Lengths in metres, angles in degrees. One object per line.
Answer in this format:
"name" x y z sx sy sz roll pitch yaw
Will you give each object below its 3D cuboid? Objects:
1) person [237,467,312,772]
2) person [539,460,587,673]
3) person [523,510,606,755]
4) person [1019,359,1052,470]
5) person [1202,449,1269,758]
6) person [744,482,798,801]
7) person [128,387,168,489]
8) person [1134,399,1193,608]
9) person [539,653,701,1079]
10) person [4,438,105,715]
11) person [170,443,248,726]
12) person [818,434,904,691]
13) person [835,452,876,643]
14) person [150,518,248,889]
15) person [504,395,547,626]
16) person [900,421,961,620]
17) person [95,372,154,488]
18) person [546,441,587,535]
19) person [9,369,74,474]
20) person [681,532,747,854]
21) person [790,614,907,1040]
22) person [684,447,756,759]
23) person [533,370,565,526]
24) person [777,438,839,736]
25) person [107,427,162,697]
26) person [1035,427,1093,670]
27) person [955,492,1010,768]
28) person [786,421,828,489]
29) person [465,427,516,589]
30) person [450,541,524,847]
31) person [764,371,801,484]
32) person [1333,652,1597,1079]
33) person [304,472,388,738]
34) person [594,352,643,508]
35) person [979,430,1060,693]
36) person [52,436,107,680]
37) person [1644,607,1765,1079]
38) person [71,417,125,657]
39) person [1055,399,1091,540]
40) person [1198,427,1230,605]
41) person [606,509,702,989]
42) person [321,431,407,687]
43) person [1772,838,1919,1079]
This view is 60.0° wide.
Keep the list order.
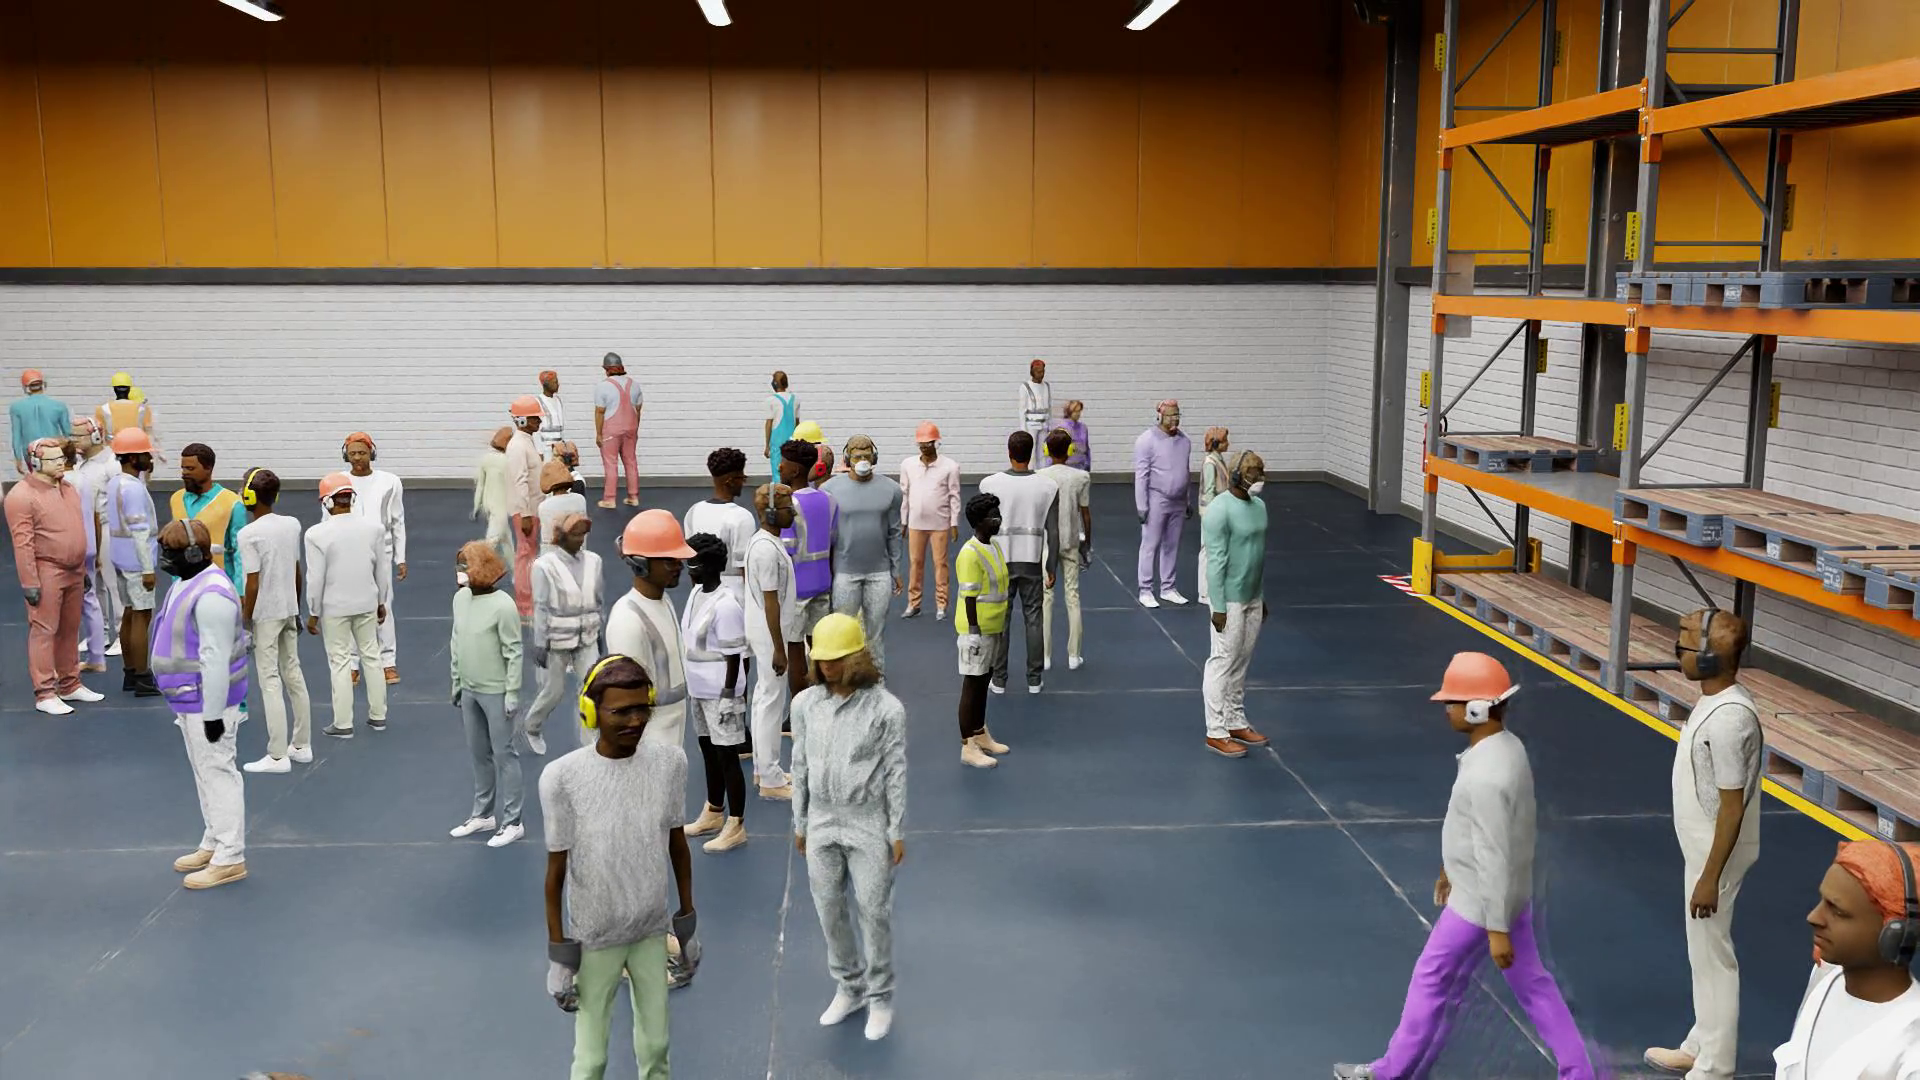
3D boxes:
"person" -4.209 0.486 10.135 0.328 1.874 0.521 3 9 17
"person" -3.028 0.200 12.673 0.279 1.633 0.497 5 10 27
"person" -2.427 0.612 10.193 0.695 1.615 0.523 9 13 44
"person" 1.050 -1.540 22.849 0.584 1.879 0.366 -8 12 -43
"person" 1.763 0.388 10.550 0.373 1.938 0.630 7 11 36
"person" -1.073 0.581 9.624 0.345 1.846 0.506 -2 9 -12
"person" -9.791 -0.978 19.841 0.745 1.716 0.569 4 10 24
"person" 1.887 -0.337 15.198 0.651 1.906 0.402 -6 11 -35
"person" -1.067 1.266 5.280 0.511 1.862 0.327 -6 11 -34
"person" -6.278 0.241 11.564 0.407 1.908 0.642 1 9 5
"person" -5.019 0.302 11.144 0.587 1.920 0.391 3 10 18
"person" -0.687 0.232 11.524 0.635 1.939 0.366 -3 10 -20
"person" -0.757 0.192 12.352 0.331 1.750 0.573 -1 9 -5
"person" -3.786 0.799 8.300 0.429 1.835 0.624 -6 11 -35
"person" -3.738 -0.256 14.406 0.381 1.994 0.620 -2 9 -10
"person" -0.275 -0.167 14.599 0.564 1.752 0.338 3 9 17
"person" -9.589 -0.964 19.128 0.585 1.915 0.398 -6 11 -34
"person" -3.314 -0.026 14.077 0.309 1.641 0.511 -7 11 -37
"person" -10.650 -1.011 19.339 0.632 1.952 1.042 -5 10 -26
"person" -1.305 0.792 8.772 0.316 1.693 0.540 -5 11 -31
"person" -0.439 1.128 6.590 0.488 1.725 0.428 3 9 17
"person" -1.459 0.391 10.439 0.607 1.966 0.367 8 12 40
"person" -4.946 -1.105 20.086 0.347 1.883 0.584 3 10 18
"person" -1.045 0.310 10.941 0.361 1.965 0.613 6 11 31
"person" -5.917 0.157 11.991 0.363 1.939 0.542 -8 12 -40
"person" 0.755 0.069 12.774 0.532 1.867 0.321 -1 9 -4
"person" 0.141 0.546 10.306 0.318 1.697 0.535 3 9 17
"person" -1.249 -0.071 13.753 0.404 1.832 0.596 -3 10 -20
"person" -4.447 -0.288 15.938 0.528 1.581 0.907 7 11 37
"person" -2.527 0.809 8.849 0.509 1.632 0.267 7 11 36
"person" -2.219 -1.200 20.860 0.501 1.837 0.363 -7 12 -39
"person" 1.888 1.240 5.956 0.937 1.699 0.545 5 10 29
"person" -4.045 0.419 10.943 0.348 1.743 0.573 8 12 40
"person" -4.508 -1.447 21.744 0.535 2.000 0.683 9 13 44
"person" 0.427 0.168 12.022 0.590 1.910 0.387 0 9 -3
"person" -6.659 0.134 12.473 0.355 1.835 0.515 3 10 18
"person" 2.719 1.152 6.042 0.325 1.842 0.516 4 10 22
"person" -6.877 -0.026 13.242 0.652 1.906 0.404 4 10 23
"person" 1.254 -0.825 19.184 0.525 1.611 0.752 -9 12 -43
"person" 2.338 -0.222 15.294 0.307 1.644 0.525 3 9 16
"person" -1.296 0.878 7.138 0.389 2.041 0.614 0 9 2
"person" -4.386 0.142 12.262 0.584 1.882 0.347 -3 10 -20
"person" 1.864 1.536 3.504 0.356 1.884 0.574 1 9 4
